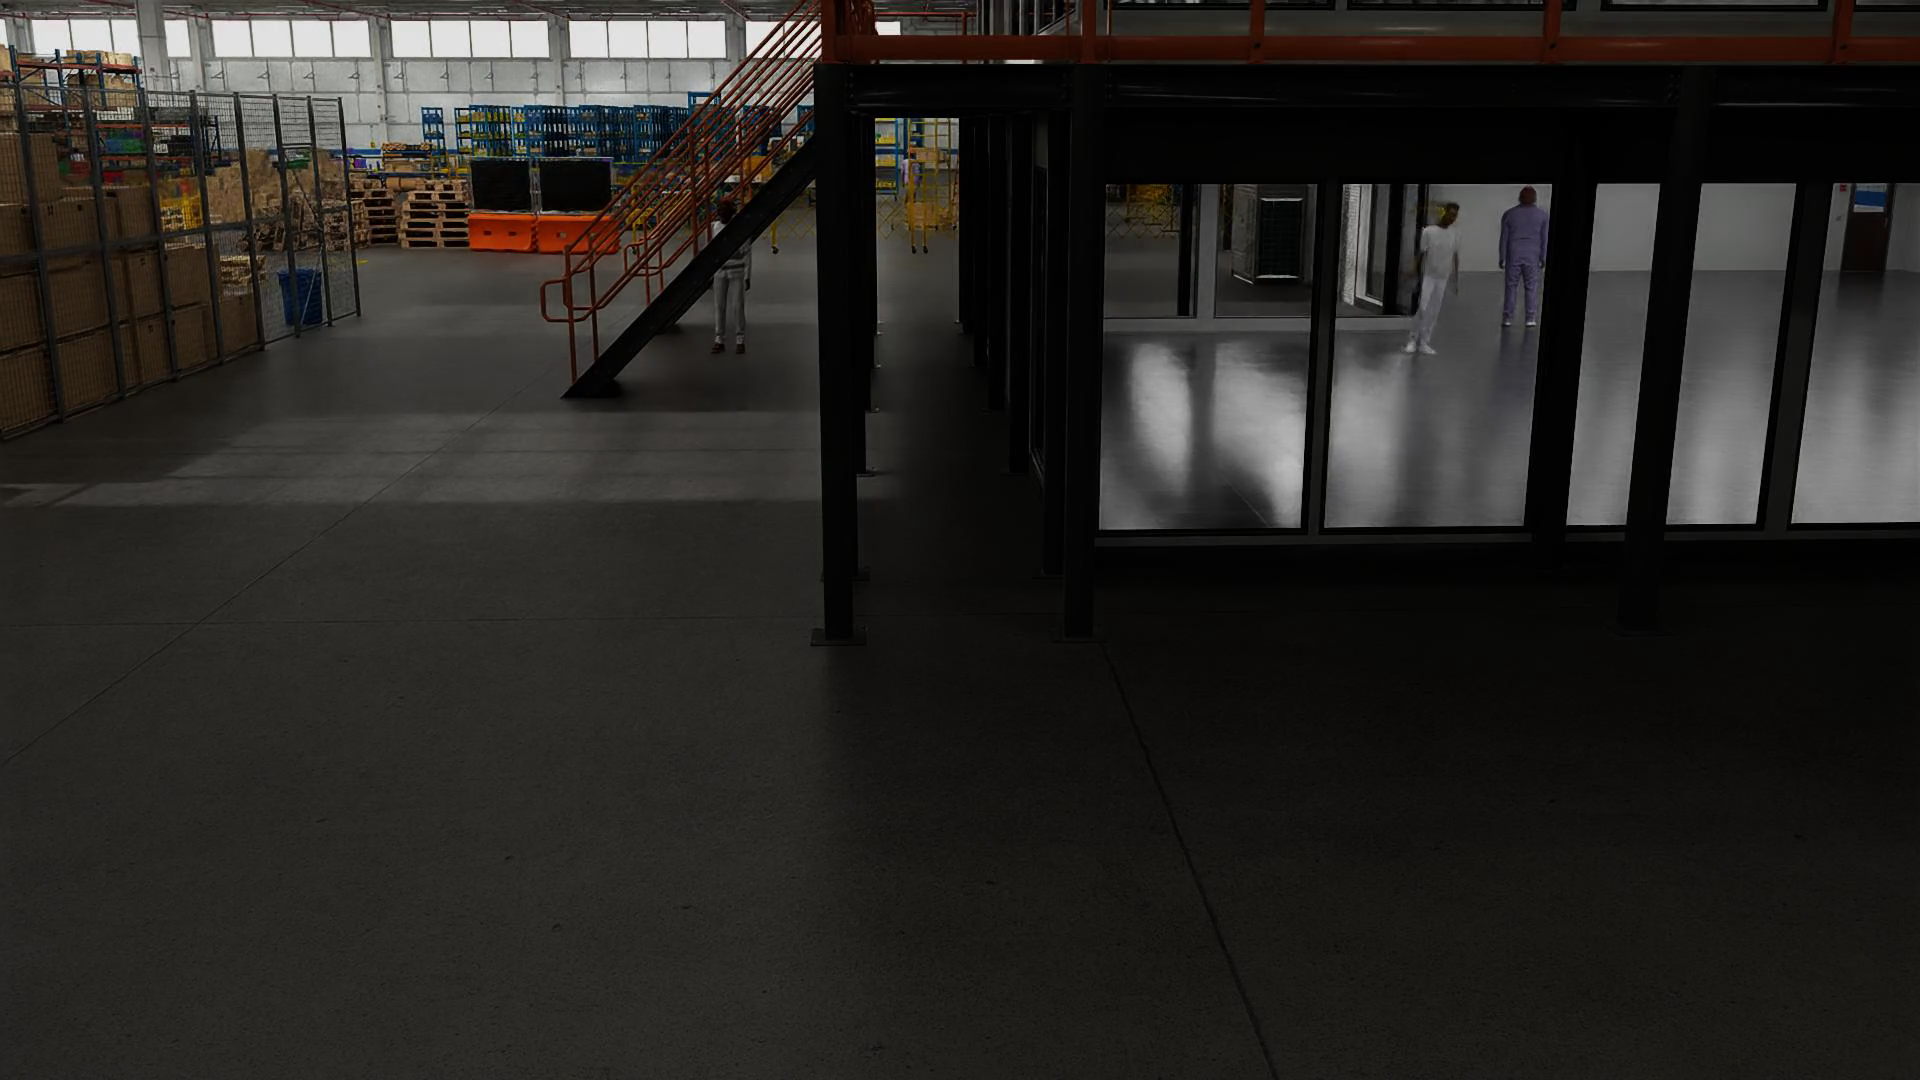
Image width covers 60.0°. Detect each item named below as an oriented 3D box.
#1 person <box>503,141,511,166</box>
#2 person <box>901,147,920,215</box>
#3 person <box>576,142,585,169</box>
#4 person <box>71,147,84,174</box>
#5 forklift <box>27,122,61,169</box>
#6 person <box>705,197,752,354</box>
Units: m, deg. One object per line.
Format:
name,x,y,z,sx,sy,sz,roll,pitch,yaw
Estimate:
person,-22.417,-18.803,82.472,0.973,1.899,0.622,-9,17,-33
person,-1.486,-10.917,50.664,0.614,2.040,0.390,7,16,26
person,-19.141,-19.160,84.037,0.404,1.832,0.592,-11,18,-36
person,-40.417,-17.138,76.224,0.539,1.698,0.318,-10,17,-35
forklift,-35.376,-14.773,64.377,1.129,2.768,1.873,-1,14,-2
person,-2.810,-3.198,20.138,0.583,1.882,0.350,2,14,7
